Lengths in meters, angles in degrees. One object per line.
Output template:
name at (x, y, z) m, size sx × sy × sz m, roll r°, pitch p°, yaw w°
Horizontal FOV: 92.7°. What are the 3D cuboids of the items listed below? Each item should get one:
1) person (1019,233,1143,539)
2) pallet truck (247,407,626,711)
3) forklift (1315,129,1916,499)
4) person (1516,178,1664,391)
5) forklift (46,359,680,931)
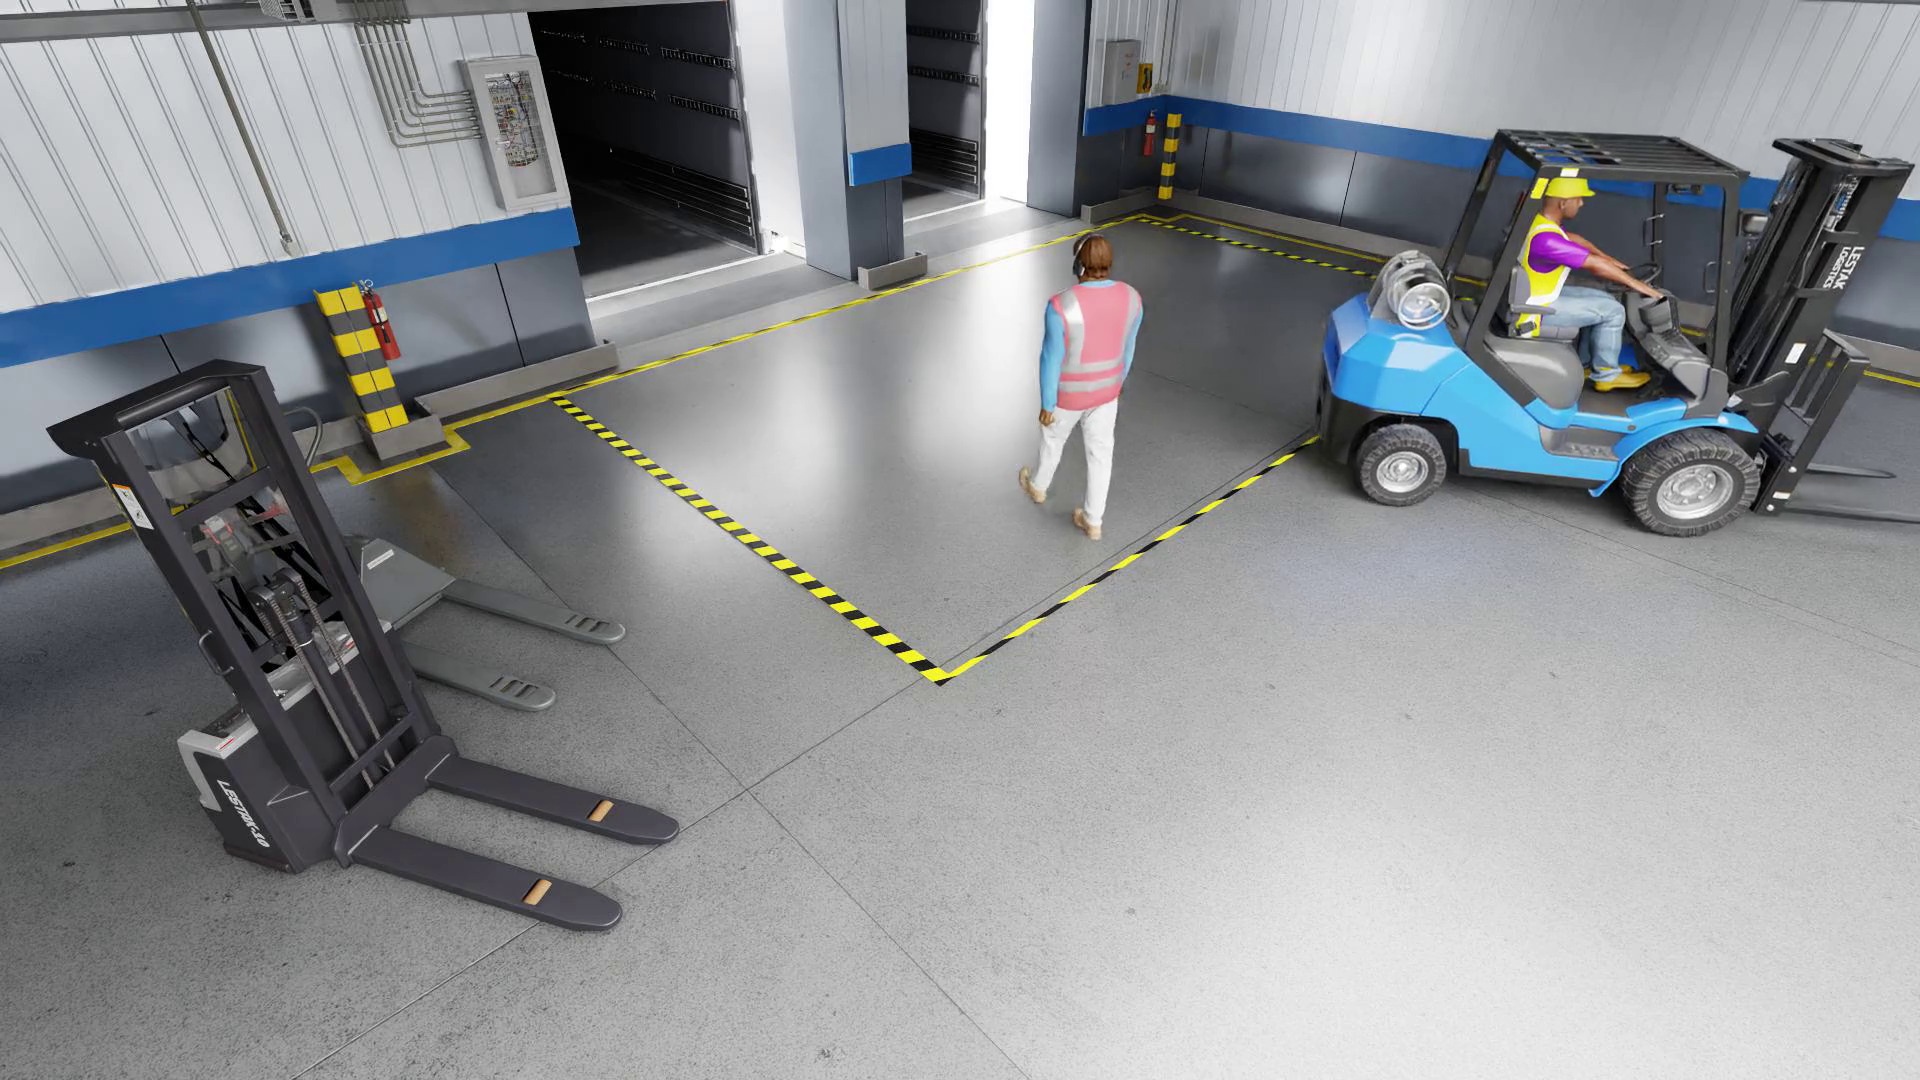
person at (0.697, -0.949, 5.526) m, size 0.662 × 1.812 × 0.804 m, roll -12°, pitch 36°, yaw -17°
pallet truck at (-2.628, 0.038, 4.590) m, size 1.601 × 1.201 × 0.680 m, roll 12°, pitch 36°, yaw 18°
forklift at (3.832, -1.430, 5.760) m, size 2.680 × 2.036 × 1.157 m, roll 8°, pitch 35°, yaw 11°
person at (3.889, -1.572, 5.637) m, size 1.004 × 1.294 × 0.635 m, roll 8°, pitch 35°, yaw 11°
forklift at (-2.135, 0.422, 3.354) m, size 1.885 × 1.965 × 0.823 m, roll 10°, pitch 35°, yaw 14°
